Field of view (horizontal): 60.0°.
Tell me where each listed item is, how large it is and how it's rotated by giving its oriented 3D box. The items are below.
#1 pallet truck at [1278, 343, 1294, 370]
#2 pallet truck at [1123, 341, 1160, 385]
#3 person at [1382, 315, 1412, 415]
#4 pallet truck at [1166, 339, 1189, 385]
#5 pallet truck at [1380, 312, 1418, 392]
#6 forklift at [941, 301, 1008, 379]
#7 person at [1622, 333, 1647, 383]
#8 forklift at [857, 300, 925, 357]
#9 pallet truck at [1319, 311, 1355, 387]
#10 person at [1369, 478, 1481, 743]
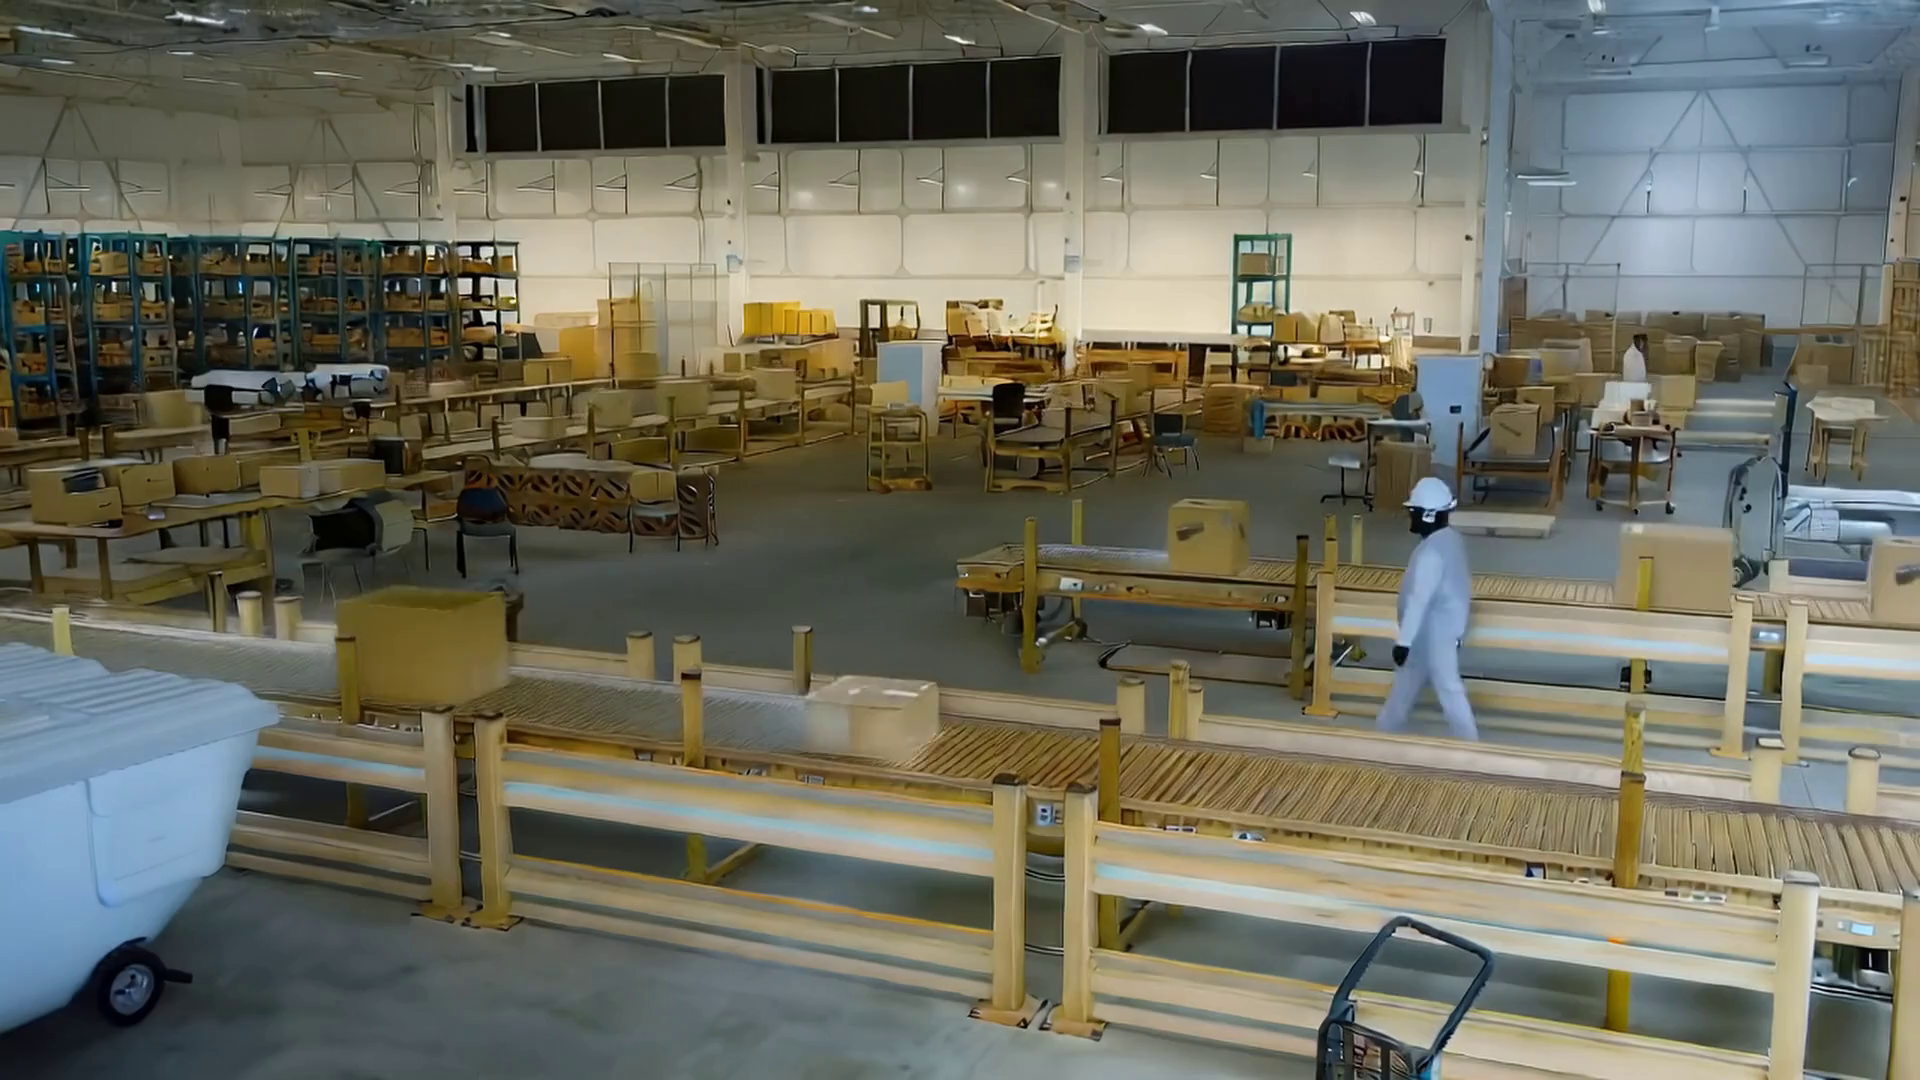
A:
[{"bbox_3d":[7.886,-4.163,39.743,0.653,1.274,1.630,4,10,22],"label":"pallet truck"},{"bbox_3d":[4.445,-4.380,41.279,0.680,1.201,1.601,4,10,22],"label":"pallet truck"},{"bbox_3d":[8.901,-3.556,33.825,0.615,2.040,0.391,7,12,35],"label":"person"},{"bbox_3d":[5.418,-4.269,40.420,0.704,1.261,1.522,3,10,20],"label":"pallet truck"},{"bbox_3d":[10.207,-4.283,38.369,0.823,1.965,1.885,3,10,20],"label":"pallet truck"},{"bbox_3d":[0.365,-4.966,41.571,1.157,1.987,2.680,3,10,20],"label":"forklift"},{"bbox_3d":[11.525,-2.584,28.394,0.418,1.887,0.669,6,11,33],"label":"person"},{"bbox_3d":[-1.732,-5.109,42.468,1.157,1.987,2.680,4,10,22],"label":"forklift"},{"bbox_3d":[9.071,-4.419,39.190,0.823,1.965,1.885,5,10,26],"label":"pallet truck"},{"bbox_3d":[2.742,0.525,9.877,0.917,1.780,0.618,5,10,25],"label":"person"}]
